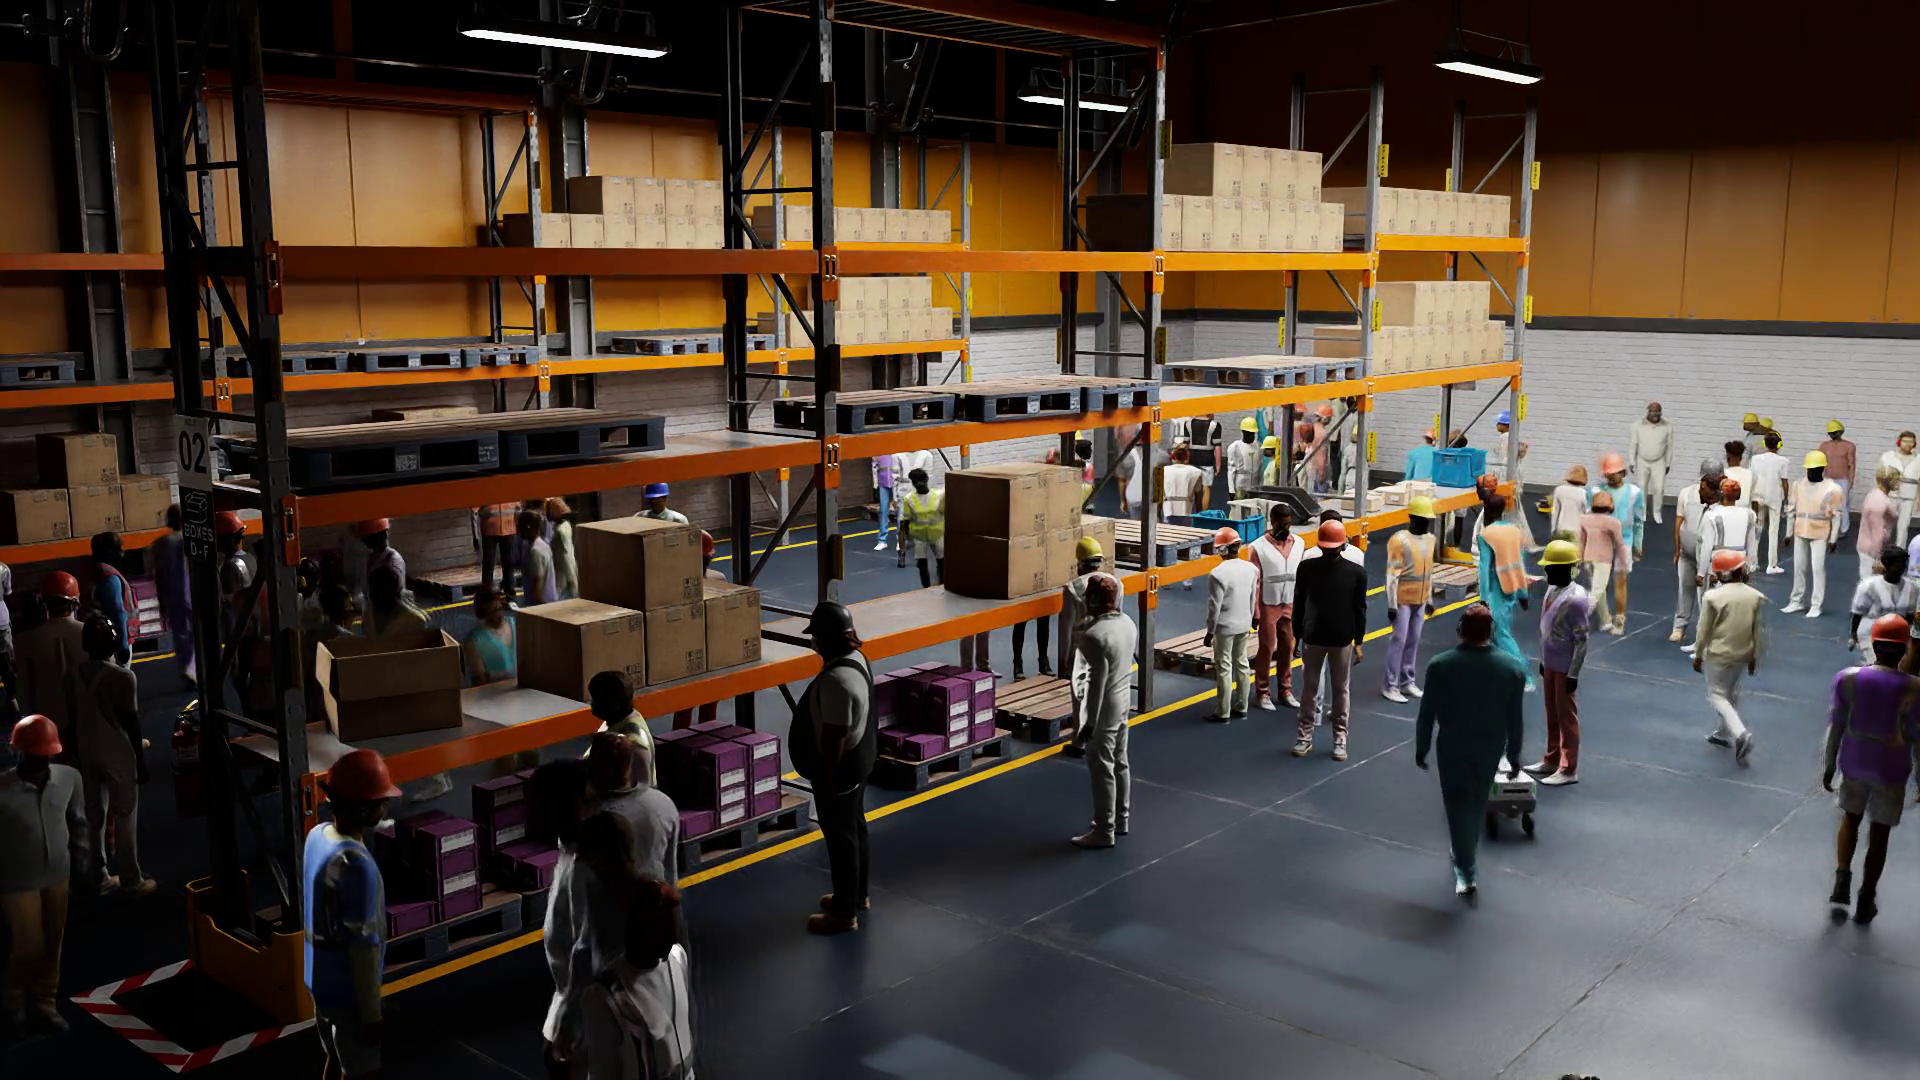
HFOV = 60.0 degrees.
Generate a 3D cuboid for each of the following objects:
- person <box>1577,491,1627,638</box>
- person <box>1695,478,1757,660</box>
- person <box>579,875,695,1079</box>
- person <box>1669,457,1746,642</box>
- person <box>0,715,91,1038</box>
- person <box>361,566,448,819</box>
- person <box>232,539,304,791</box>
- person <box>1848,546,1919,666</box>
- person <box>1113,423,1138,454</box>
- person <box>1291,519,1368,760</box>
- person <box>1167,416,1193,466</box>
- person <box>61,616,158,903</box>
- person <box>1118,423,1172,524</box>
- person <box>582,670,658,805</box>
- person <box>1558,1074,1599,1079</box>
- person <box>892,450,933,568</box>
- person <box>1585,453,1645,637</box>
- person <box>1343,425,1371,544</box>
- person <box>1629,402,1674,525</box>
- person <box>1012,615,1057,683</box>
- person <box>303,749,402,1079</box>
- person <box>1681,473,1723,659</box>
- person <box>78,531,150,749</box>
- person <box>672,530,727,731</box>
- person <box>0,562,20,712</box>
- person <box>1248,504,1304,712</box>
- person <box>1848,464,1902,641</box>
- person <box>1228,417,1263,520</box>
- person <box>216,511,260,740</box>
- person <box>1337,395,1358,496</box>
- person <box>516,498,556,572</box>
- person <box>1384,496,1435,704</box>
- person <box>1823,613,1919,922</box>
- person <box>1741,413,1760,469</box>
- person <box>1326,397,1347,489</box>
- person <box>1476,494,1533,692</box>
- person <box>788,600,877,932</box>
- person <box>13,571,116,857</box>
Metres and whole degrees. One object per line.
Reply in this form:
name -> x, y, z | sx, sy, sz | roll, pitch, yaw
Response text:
person -> 6.947, 0.258, 18.096 | 0.831, 1.594, 0.538 | -5, 11, -30
person -> 7.769, 0.310, 16.904 | 0.574, 1.883, 0.355 | -1, 10, -8
person -> -1.131, 2.127, 6.046 | 0.356, 1.887, 0.572 | 4, 10, 20
person -> 7.908, 0.108, 17.637 | 0.676, 2.000, 0.536 | 7, 12, 34
person -> -4.819, 1.757, 8.705 | 0.392, 1.732, 0.562 | 6, 11, 30
person -> -4.174, 1.106, 12.223 | 0.622, 1.862, 1.035 | 6, 11, 31
person -> -5.282, 0.948, 12.845 | 0.612, 1.963, 0.361 | -9, 13, -42
person -> 8.010, 0.812, 14.622 | 0.513, 1.643, 0.768 | -1, 10, -7
person -> 3.125, -1.925, 30.281 | 0.677, 1.870, 0.780 | 0, 10, -3
person -> 3.007, 0.808, 13.620 | 0.608, 1.989, 0.387 | 4, 10, 22
person -> 3.892, -1.584, 29.001 | 0.573, 1.624, 0.319 | -3, 10, -15
person -> -5.410, 1.395, 10.572 | 0.503, 1.839, 0.349 | 2, 10, 10
person -> 2.437, -0.544, 21.534 | 0.737, 2.000, 0.537 | 4, 10, 23
person -> -1.893, 1.617, 9.243 | 0.430, 1.839, 0.619 | -3, 10, -18
person -> 1.795, 2.395, 4.663 | 0.657, 1.814, 0.616 | -3, 10, -15
person -> -0.627, -0.583, 22.114 | 0.547, 1.933, 0.379 | 0, 10, -3
person -> 7.233, 0.008, 18.424 | 0.608, 2.002, 1.020 | 3, 10, 18
person -> 5.742, -0.814, 24.036 | 0.321, 1.741, 0.489 | -5, 11, -26
person -> 10.728, -1.193, 25.848 | 0.640, 1.887, 0.722 | 3, 10, 19
person -> 0.721, 0.398, 16.127 | 0.607, 1.966, 0.367 | -3, 10, -18
person -> -2.567, 1.881, 7.106 | 0.422, 2.032, 0.607 | -7, 12, -37
person -> 7.705, 0.267, 17.058 | 0.374, 1.917, 0.596 | 2, 10, 9
person -> -7.063, 0.839, 13.870 | 0.429, 1.841, 0.633 | -9, 13, -44
person -> -2.044, 0.898, 13.072 | 0.389, 1.989, 0.623 | 8, 13, 41
person -> -8.703, 0.752, 14.845 | 0.317, 1.691, 0.535 | 4, 10, 23
person -> 2.864, 0.605, 15.088 | 0.593, 1.907, 0.414 | -5, 11, -27
person -> 9.764, 0.148, 17.740 | 0.371, 1.937, 0.634 | 5, 11, 27
person -> 3.989, -0.755, 23.179 | 0.584, 1.918, 0.401 | -5, 11, -29
person -> -5.970, 0.771, 13.724 | 0.405, 2.035, 0.601 | -2, 10, -11
person -> 6.475, -1.476, 27.614 | 0.310, 1.868, 0.534 | -4, 10, -25
person -> -4.538, 0.241, 18.109 | 0.555, 1.612, 0.596 | 9, 13, 42
person -> 4.186, 0.540, 15.403 | 0.594, 1.922, 0.389 | -7, 12, -35
person -> 5.665, 1.404, 10.263 | 0.567, 1.918, 0.427 | 8, 13, 41
person -> 12.239, -1.105, 25.802 | 0.327, 1.737, 0.492 | 2, 10, 10
person -> 6.795, -1.851, 29.749 | 0.571, 1.902, 0.581 | 6, 11, 31
person -> 5.238, 0.509, 15.836 | 0.600, 1.862, 0.722 | -8, 12, -39
person -> -0.782, 1.355, 10.193 | 0.536, 2.000, 0.684 | 1, 10, 5
person -> -6.018, 1.199, 11.263 | 0.612, 1.995, 0.377 | -4, 11, -25
